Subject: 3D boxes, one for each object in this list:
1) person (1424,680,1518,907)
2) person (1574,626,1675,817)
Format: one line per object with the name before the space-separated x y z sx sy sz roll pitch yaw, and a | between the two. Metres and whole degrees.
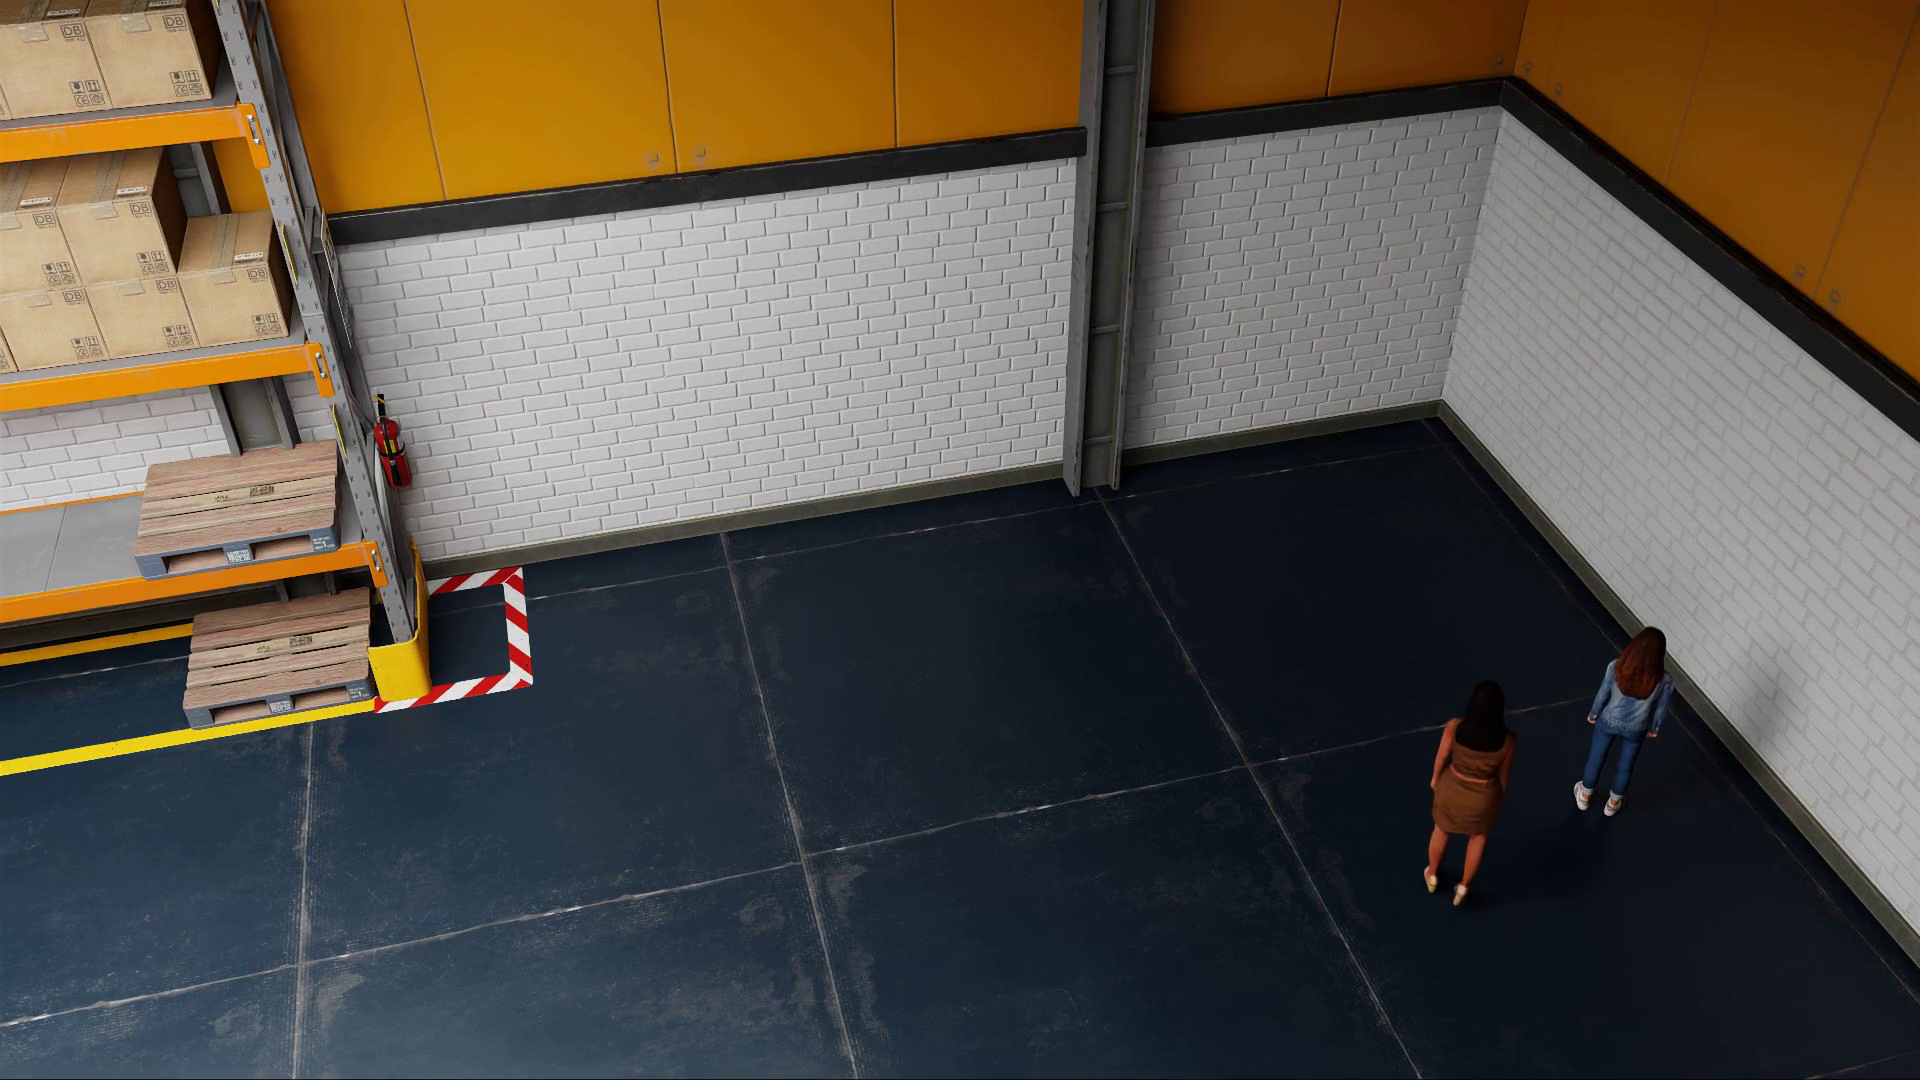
person | 2.963 1.494 9.657 0.660 1.684 0.745 13 40 15
person | 4.105 1.122 10.291 0.615 1.475 0.703 14 41 17
